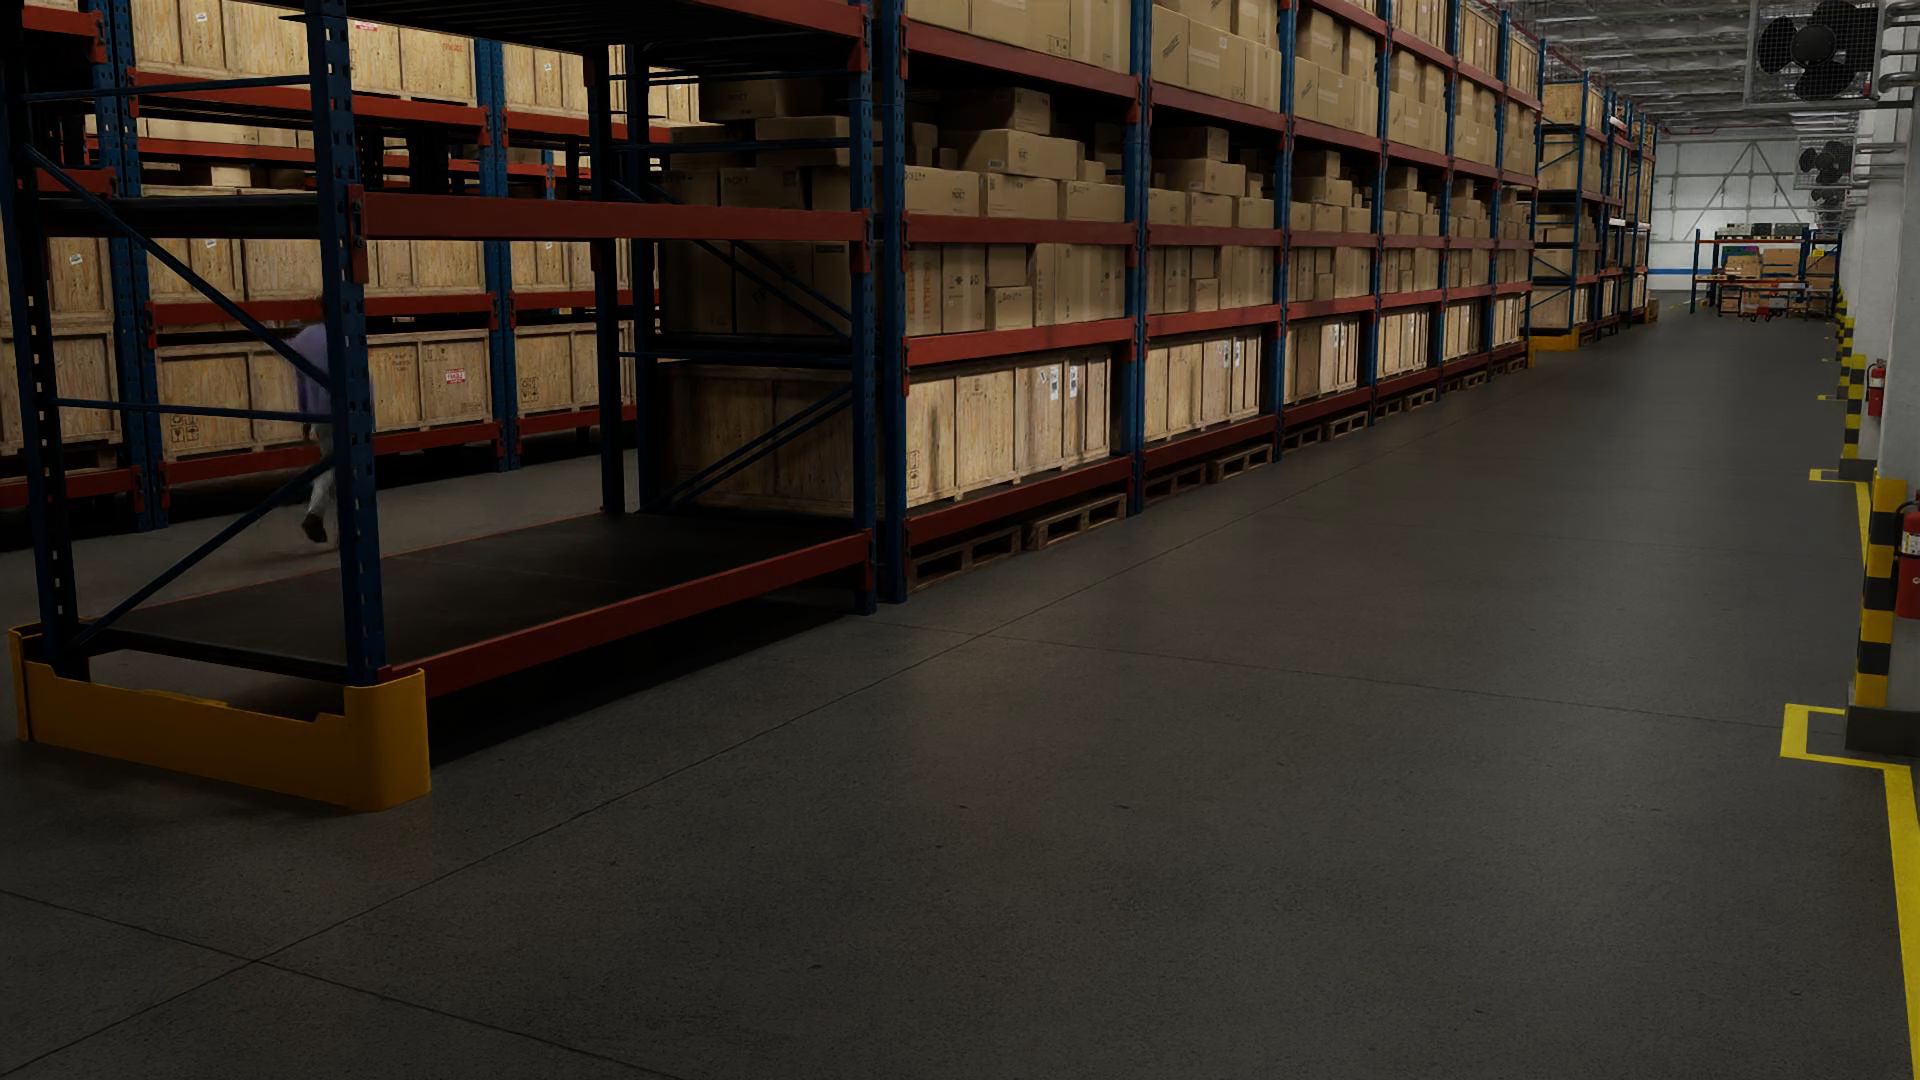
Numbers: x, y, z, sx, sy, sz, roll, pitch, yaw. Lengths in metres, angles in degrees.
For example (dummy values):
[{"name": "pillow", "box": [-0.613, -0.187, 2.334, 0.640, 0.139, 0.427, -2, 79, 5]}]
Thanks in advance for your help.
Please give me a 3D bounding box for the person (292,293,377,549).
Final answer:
[{"name": "person", "box": [-4.557, -0.876, 12.173, 0.659, 1.928, 0.456, 4, 10, 21]}]
